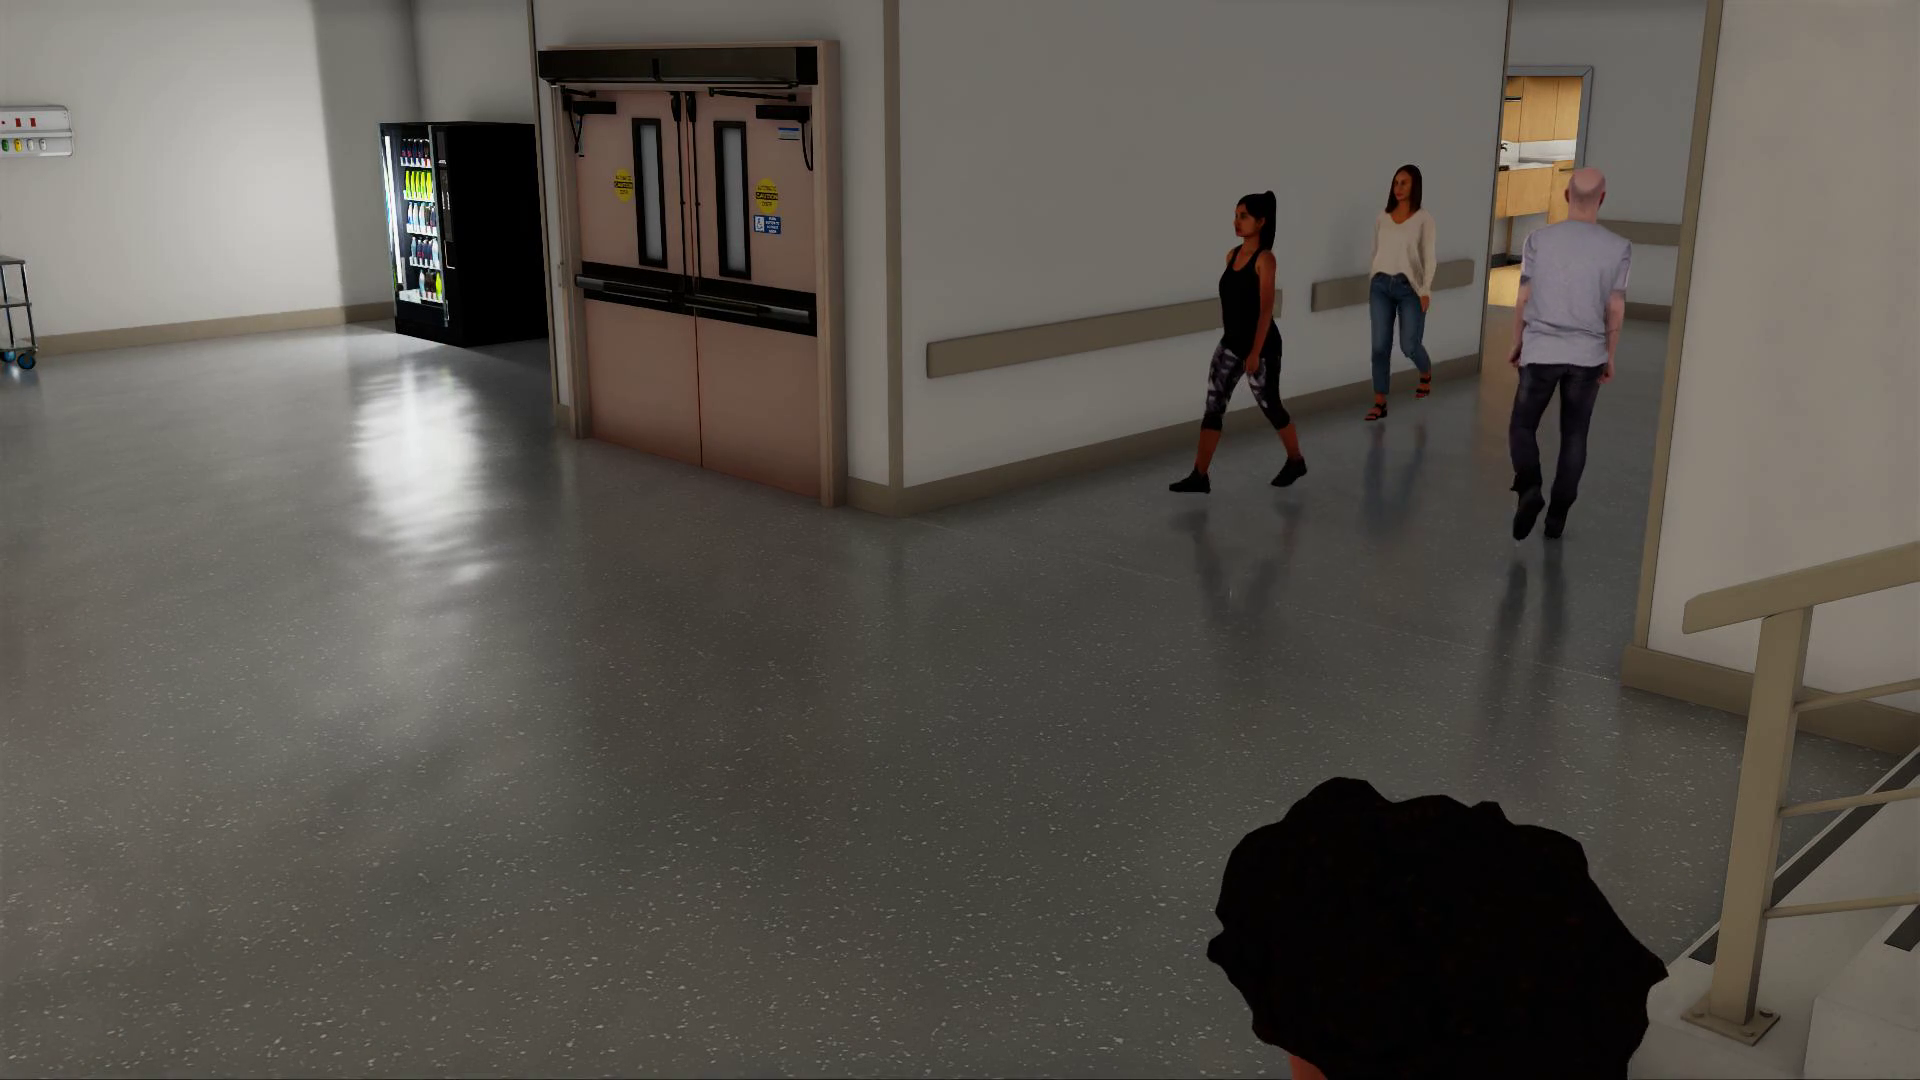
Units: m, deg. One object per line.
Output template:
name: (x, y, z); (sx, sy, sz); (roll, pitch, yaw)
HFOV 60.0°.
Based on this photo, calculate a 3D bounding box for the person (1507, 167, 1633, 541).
person: (2.904, -0.863, 8.043); (1.022, 1.819, 1.000); (5, 16, 16)

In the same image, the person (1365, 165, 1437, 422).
person: (2.970, -1.641, 11.088); (0.898, 1.663, 0.707); (14, 21, 40)

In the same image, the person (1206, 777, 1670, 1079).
person: (0.364, 1.038, 1.348); (0.596, 1.792, 0.624); (12, 20, 36)

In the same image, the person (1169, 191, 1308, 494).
person: (1.641, -1.027, 8.998); (0.868, 1.615, 1.114); (-8, 18, -28)
